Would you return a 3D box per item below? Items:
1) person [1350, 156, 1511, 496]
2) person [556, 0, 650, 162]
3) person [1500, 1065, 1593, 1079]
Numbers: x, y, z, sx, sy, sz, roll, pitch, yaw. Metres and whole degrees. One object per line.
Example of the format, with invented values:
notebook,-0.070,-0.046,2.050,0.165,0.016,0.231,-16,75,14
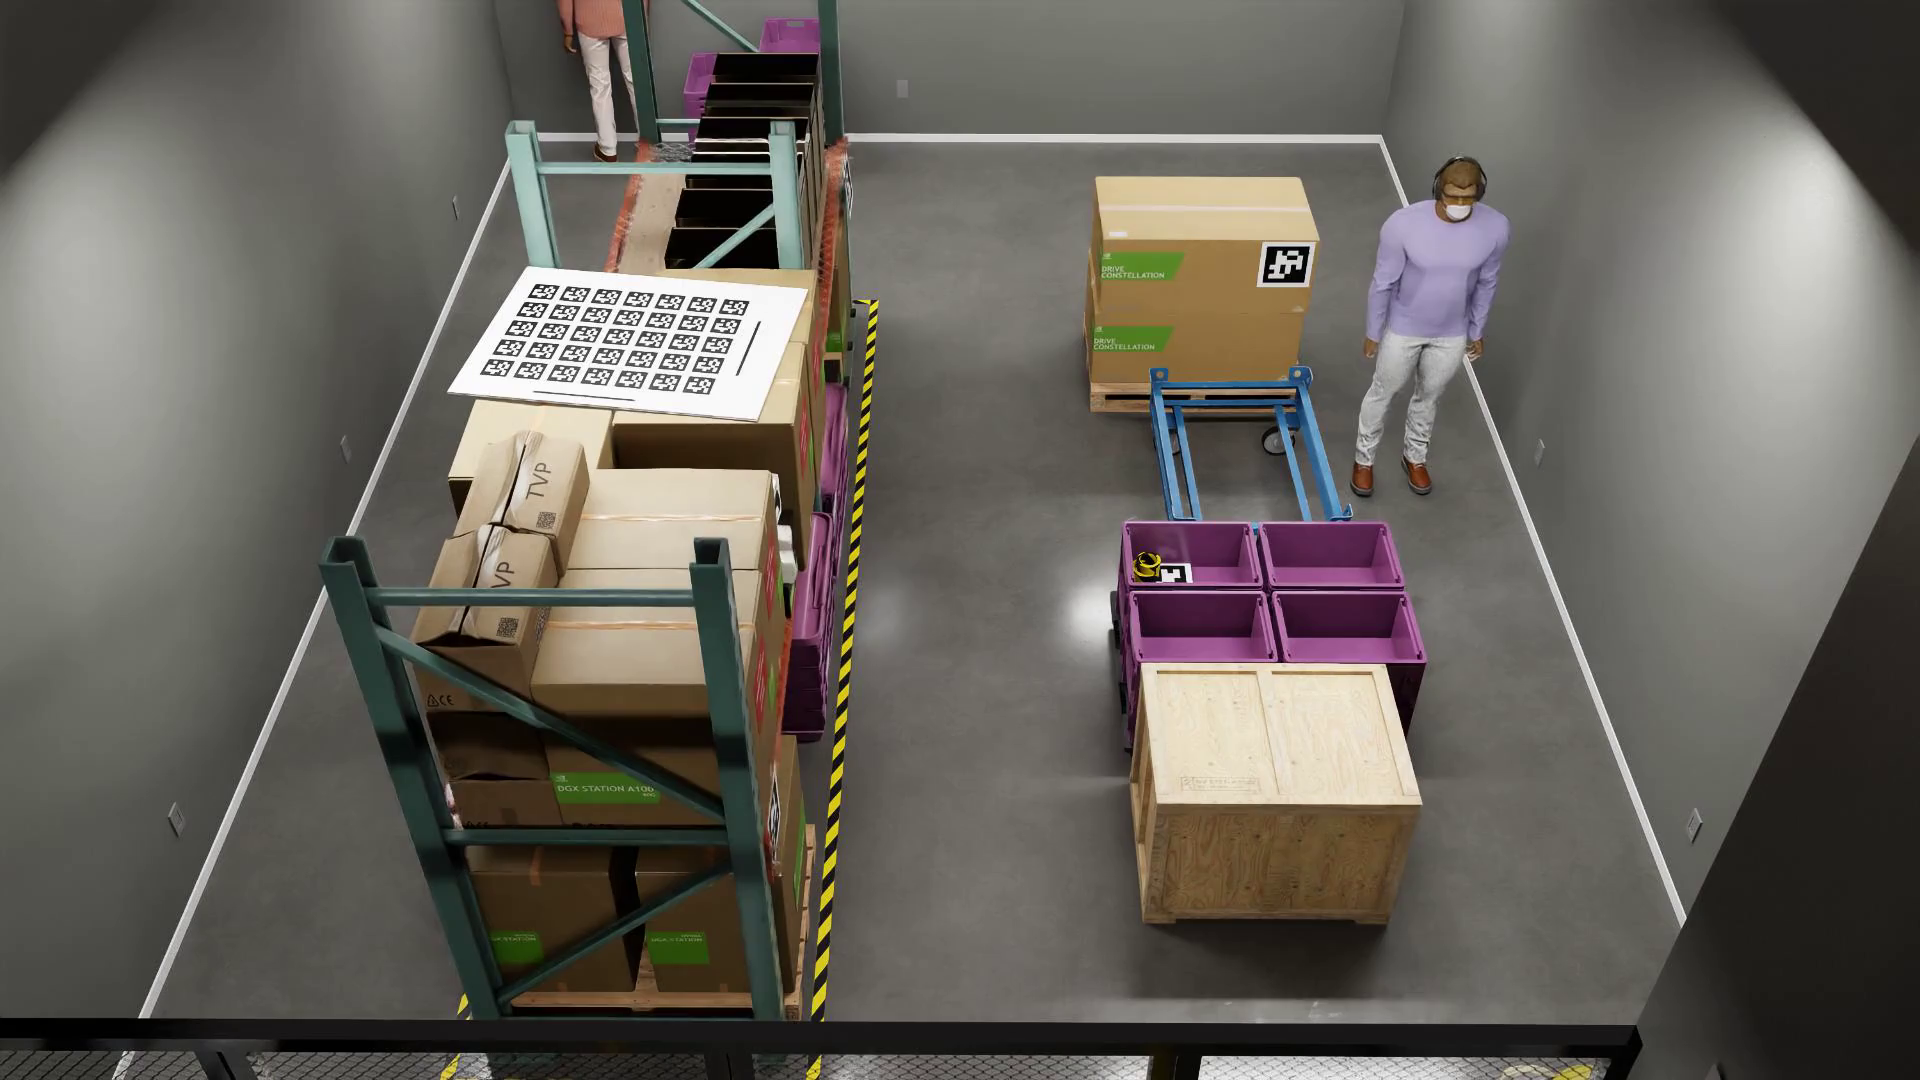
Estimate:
person,2.329,-1.055,8.316,0.631,1.938,0.362,0,41,0
person,-2.341,-3.424,10.975,0.611,1.996,0.379,-16,44,-17
person,1.623,2.068,4.835,0.404,1.830,0.601,5,41,6
